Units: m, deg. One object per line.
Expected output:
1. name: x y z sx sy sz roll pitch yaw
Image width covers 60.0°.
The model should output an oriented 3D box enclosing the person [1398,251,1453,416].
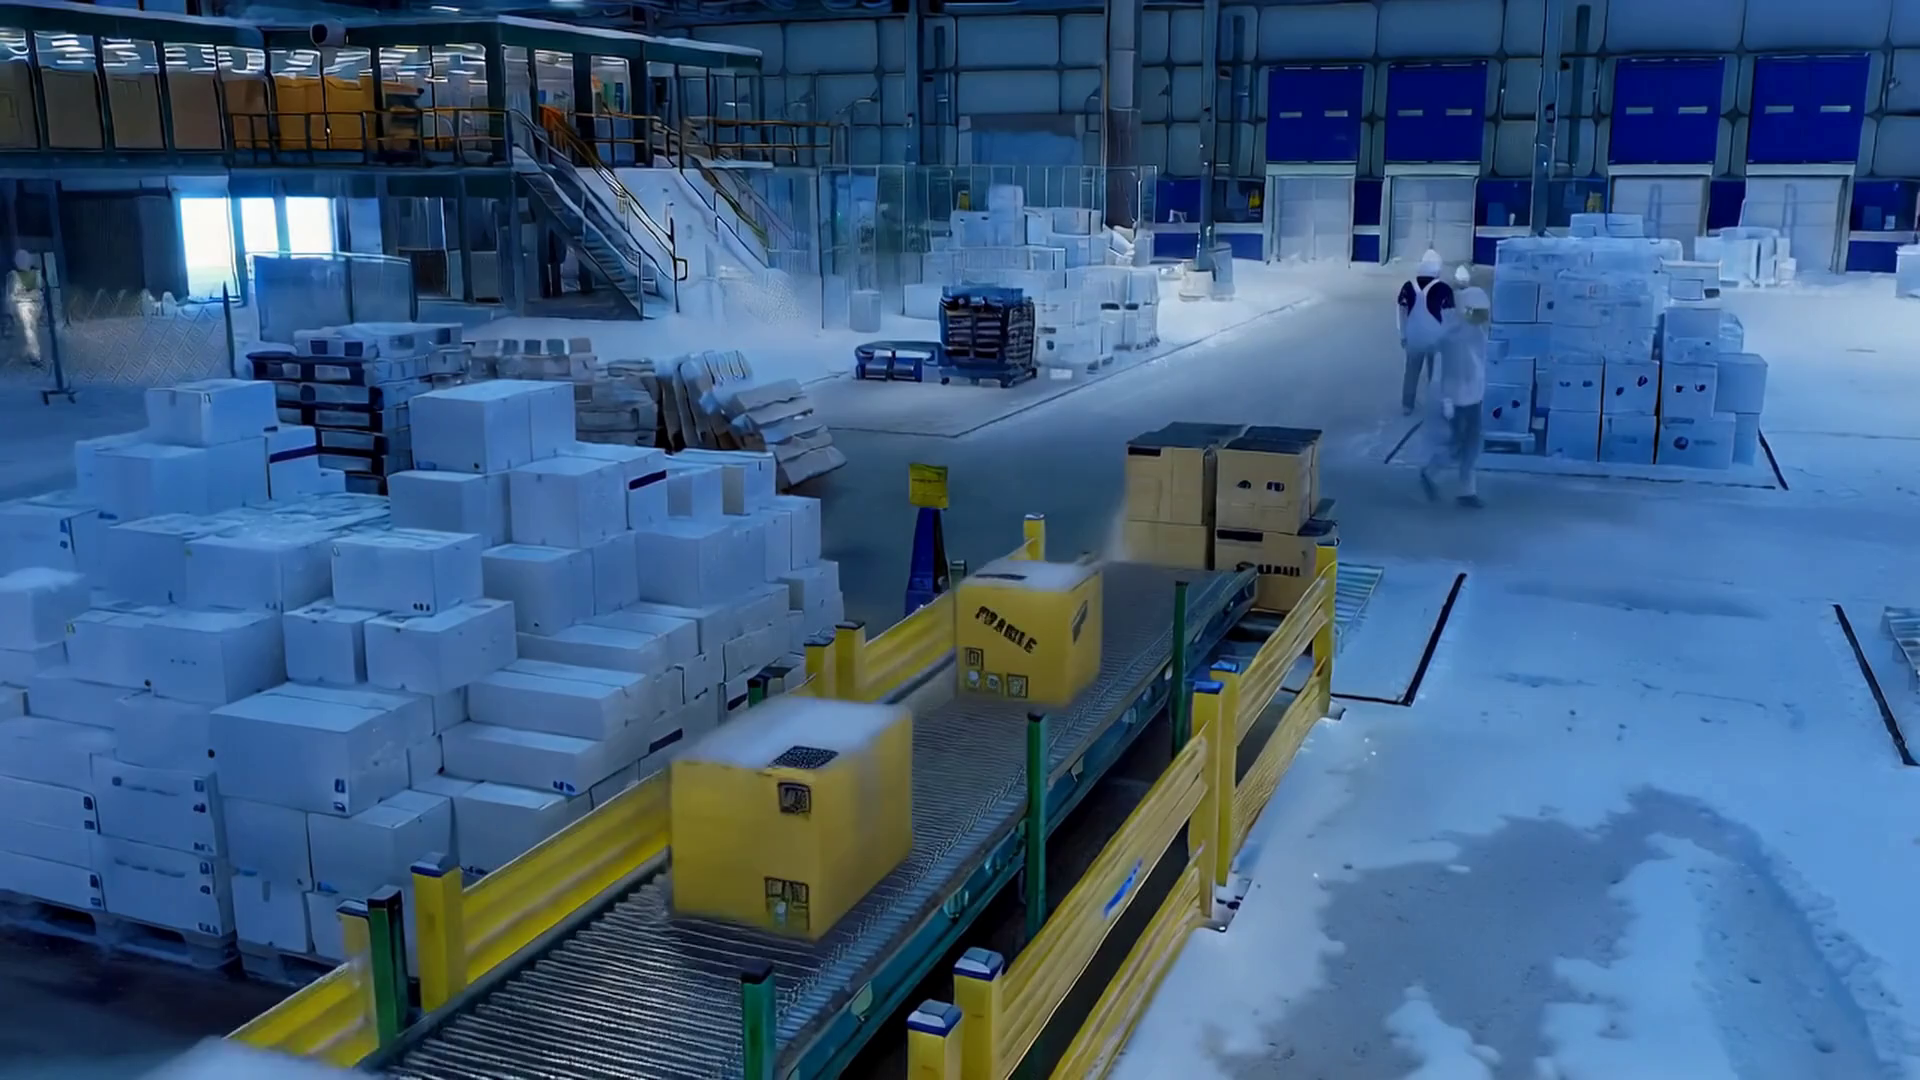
1. person: 5.751 -2.526 20.414 0.690 2.000 0.538 11 17 41

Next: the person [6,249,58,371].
1. person: -14.157 -3.505 25.282 0.983 1.844 0.587 7 14 29

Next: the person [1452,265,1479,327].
1. person: 7.033 -3.012 23.360 0.532 1.716 0.815 3 13 15

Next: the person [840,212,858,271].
1. person: -3.324 -8.953 49.833 0.619 1.797 1.009 -4 13 -17

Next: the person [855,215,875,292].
1. person: -2.356 -7.135 41.467 0.550 1.889 1.012 3 13 13

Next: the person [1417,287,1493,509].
1. person: 4.499 -1.272 14.915 0.634 1.983 0.539 -10 16 -39

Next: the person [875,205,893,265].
1. person: -2.467 -9.681 52.842 0.735 1.899 0.592 6 14 25

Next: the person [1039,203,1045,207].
1. person: 2.655 -9.920 53.789 0.607 1.947 0.406 1 13 3

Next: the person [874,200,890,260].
1. person: -2.576 -10.379 55.751 0.626 1.990 0.397 7 14 28

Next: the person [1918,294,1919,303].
1. person: 21.458 -5.917 36.479 0.531 1.672 0.761 -7 14 -29
